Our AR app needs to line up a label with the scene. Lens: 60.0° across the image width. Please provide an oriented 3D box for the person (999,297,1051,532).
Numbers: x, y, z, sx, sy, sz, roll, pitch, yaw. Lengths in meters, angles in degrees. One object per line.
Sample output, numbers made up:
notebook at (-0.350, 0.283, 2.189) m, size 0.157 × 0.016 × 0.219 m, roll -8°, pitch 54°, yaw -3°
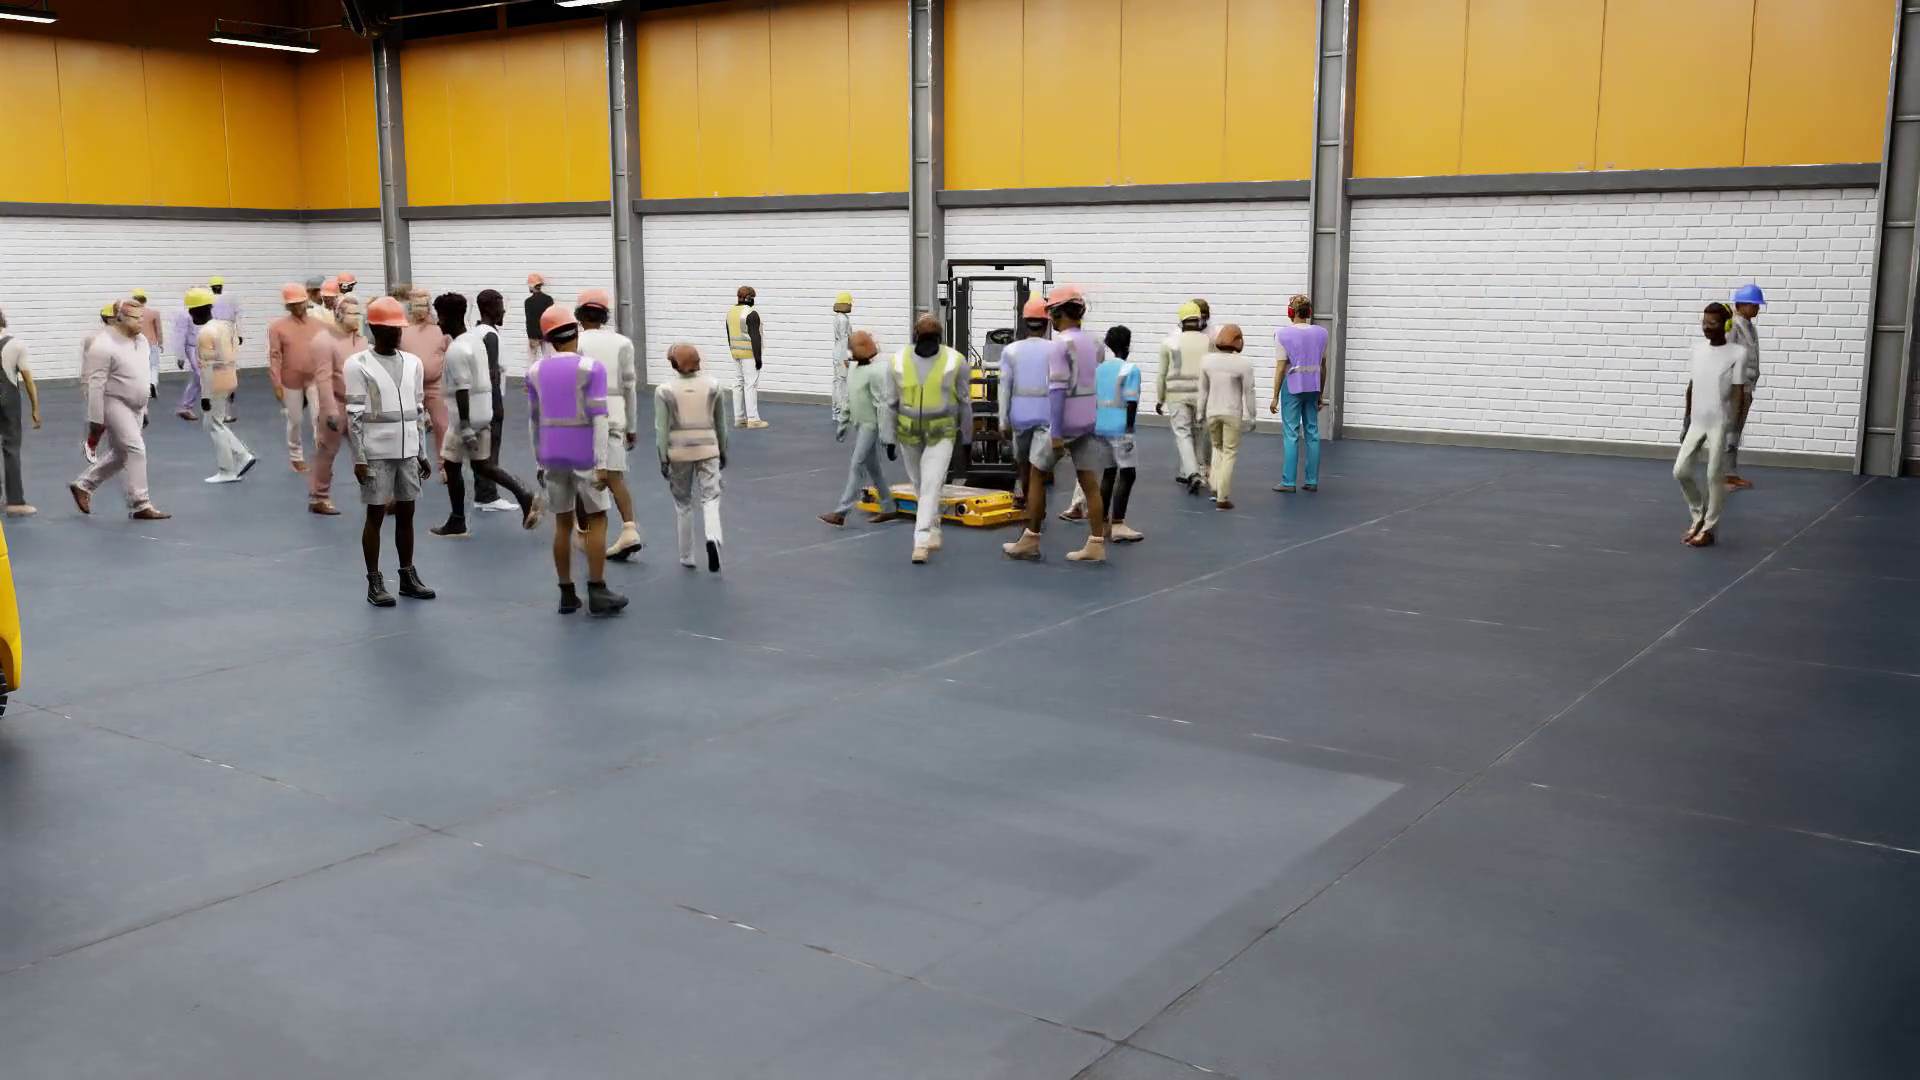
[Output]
person at (0.606, -0.948, 13.007) m, size 0.558 × 1.875 × 1.036 m, roll 3°, pitch 10°, yaw 16°

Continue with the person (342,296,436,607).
person at (-3.585, -0.559, 10.495) m, size 0.353 × 1.939 × 0.544 m, roll 7°, pitch 12°, yaw 36°

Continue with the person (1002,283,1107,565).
person at (0.698, -0.829, 11.930) m, size 0.940 × 1.987 × 0.622 m, roll 7°, pitch 12°, yaw 35°

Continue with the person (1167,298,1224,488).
person at (2.290, -1.415, 15.974) m, size 0.672 × 1.814 × 0.566 m, roll 0°, pitch 10°, yaw -3°

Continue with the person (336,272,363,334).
person at (-9.139, -3.013, 24.938) m, size 0.378 × 1.996 × 0.610 m, roll -1°, pitch 10°, yaw -5°

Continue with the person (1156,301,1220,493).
person at (2.157, -1.342, 15.615) m, size 0.584 × 1.797 × 0.895 m, roll -2°, pitch 10°, yaw -12°

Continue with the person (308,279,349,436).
person at (-7.710, -2.229, 20.460) m, size 0.544 × 1.933 × 0.376 m, roll -7°, pitch 12°, yaw -36°

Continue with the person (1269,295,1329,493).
person at (3.164, -1.352, 15.491) m, size 0.563 × 1.847 × 0.389 m, roll -4°, pitch 10°, yaw -21°

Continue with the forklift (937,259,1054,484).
forklift at (0.370, -1.738, 16.759) m, size 1.214 × 2.155 × 2.313 m, roll 1°, pitch 10°, yaw 3°

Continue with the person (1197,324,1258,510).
person at (2.341, -1.073, 14.514) m, size 0.526 × 1.615 × 0.504 m, roll 6°, pitch 11°, yaw 33°

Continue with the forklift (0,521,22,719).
forklift at (-5.296, -0.090, 6.943) m, size 1.214 × 2.155 × 2.313 m, roll 7°, pitch 12°, yaw 35°

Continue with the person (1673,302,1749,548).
person at (5.620, -0.856, 12.503) m, size 0.397 × 1.854 × 0.559 m, roll -6°, pitch 11°, yaw -31°

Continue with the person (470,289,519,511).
person at (-4.105, -1.213, 14.450) m, size 0.379 × 1.917 × 0.591 m, roll -5°, pitch 11°, yaw -27°

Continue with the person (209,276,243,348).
person at (-12.384, -3.459, 27.840) m, size 0.630 × 1.905 × 0.570 m, roll -7°, pitch 12°, yaw -36°

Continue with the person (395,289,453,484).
person at (-5.188, -1.465, 16.042) m, size 0.674 × 1.893 × 0.419 m, roll -3°, pitch 10°, yaw -16°

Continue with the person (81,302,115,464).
person at (-8.850, -1.601, 17.283) m, size 0.508 × 1.740 × 0.546 m, roll 5°, pitch 11°, yaw 28°

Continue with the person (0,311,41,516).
person at (-8.244, -1.119, 14.287) m, size 0.623 × 1.778 × 0.961 m, roll -4°, pitch 10°, yaw -21°

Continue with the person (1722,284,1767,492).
person at (7.337, -1.433, 15.682) m, size 0.409 × 1.943 × 0.614 m, roll 9°, pitch 13°, yaw 43°

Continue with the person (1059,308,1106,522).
person at (0.936, -1.061, 13.790) m, size 0.536 × 1.833 × 0.846 m, roll 8°, pitch 12°, yaw 39°

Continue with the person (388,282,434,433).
person at (-6.965, -2.288, 20.958) m, size 0.642 × 1.909 × 0.959 m, roll -9°, pitch 13°, yaw -44°

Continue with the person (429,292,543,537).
person at (-3.734, -0.961, 12.916) m, size 0.823 × 1.931 × 0.625 m, roll 1°, pitch 10°, yaw 6°

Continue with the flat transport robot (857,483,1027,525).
flat transport robot at (-0.135, -0.322, 14.040) m, size 1.431 × 0.197 × 0.652 m, roll 8°, pitch 13°, yaw 41°

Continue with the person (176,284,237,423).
person at (-10.207, -2.505, 22.376) m, size 1.019 × 1.850 × 0.651 m, roll 3°, pitch 10°, yaw 15°

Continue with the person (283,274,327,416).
person at (-8.238, -2.404, 21.177) m, size 0.924 × 2.000 × 0.686 m, roll 0°, pitch 10°, yaw 2°

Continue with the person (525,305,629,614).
person at (-2.391, -0.497, 10.272) m, size 0.602 × 1.889 × 0.500 m, roll 3°, pitch 10°, yaw 15°

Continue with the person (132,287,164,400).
person at (-12.614, -3.025, 25.717) m, size 0.538 × 1.750 × 0.578 m, roll -4°, pitch 10°, yaw -25°

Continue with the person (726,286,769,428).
person at (-2.763, -2.377, 21.619) m, size 0.429 × 1.842 × 0.626 m, roll -9°, pitch 13°, yaw -42°

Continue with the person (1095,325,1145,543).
person at (1.212, -0.826, 12.878) m, size 0.407 × 1.662 × 0.619 m, roll -6°, pitch 11°, yaw -32°

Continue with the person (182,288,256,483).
person at (-7.219, -1.482, 16.089) m, size 0.453 × 1.900 × 0.623 m, roll -1°, pitch 10°, yaw -7°

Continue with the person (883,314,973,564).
person at (-0.234, -0.754, 12.147) m, size 0.633 × 1.784 × 0.962 m, roll 2°, pitch 10°, yaw 14°

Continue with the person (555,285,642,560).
person at (-2.614, -0.850, 12.102) m, size 0.618 × 2.006 × 0.944 m, roll -5°, pitch 11°, yaw -29°

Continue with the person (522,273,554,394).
person at (-6.740, -3.321, 26.858) m, size 0.830 × 1.971 × 0.620 m, roll 7°, pitch 12°, yaw 36°

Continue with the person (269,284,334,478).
person at (-6.594, -1.599, 16.702) m, size 0.635 × 1.941 × 1.039 m, roll -6°, pitch 11°, yaw -33°

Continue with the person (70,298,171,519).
person at (-7.107, -1.092, 13.919) m, size 0.855 × 1.862 × 0.661 m, roll 1°, pitch 10°, yaw 3°

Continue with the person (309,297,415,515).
person at (-5.141, -1.112, 14.040) m, size 0.992 × 1.851 × 0.678 m, roll 5°, pitch 11°, yaw 25°

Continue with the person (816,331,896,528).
person at (-0.839, -0.894, 13.525) m, size 0.783 × 1.590 × 0.514 m, roll -5°, pitch 11°, yaw -27°

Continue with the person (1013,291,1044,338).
person at (0.790, -1.836, 18.413) m, size 0.404 × 1.834 × 0.591 m, roll 5°, pitch 11°, yaw 26°

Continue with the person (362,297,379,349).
person at (-9.602, -3.166, 27.071) m, size 0.793 × 1.587 × 0.532 m, roll 6°, pitch 11°, yaw 33°

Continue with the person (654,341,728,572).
person at (-1.839, -0.570, 11.514) m, size 0.521 × 1.611 × 0.668 m, roll -3°, pitch 10°, yaw -17°

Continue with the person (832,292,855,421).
person at (-1.573, -2.482, 22.530) m, size 0.309 × 1.744 × 0.485 m, roll -2°, pitch 10°, yaw -14°
